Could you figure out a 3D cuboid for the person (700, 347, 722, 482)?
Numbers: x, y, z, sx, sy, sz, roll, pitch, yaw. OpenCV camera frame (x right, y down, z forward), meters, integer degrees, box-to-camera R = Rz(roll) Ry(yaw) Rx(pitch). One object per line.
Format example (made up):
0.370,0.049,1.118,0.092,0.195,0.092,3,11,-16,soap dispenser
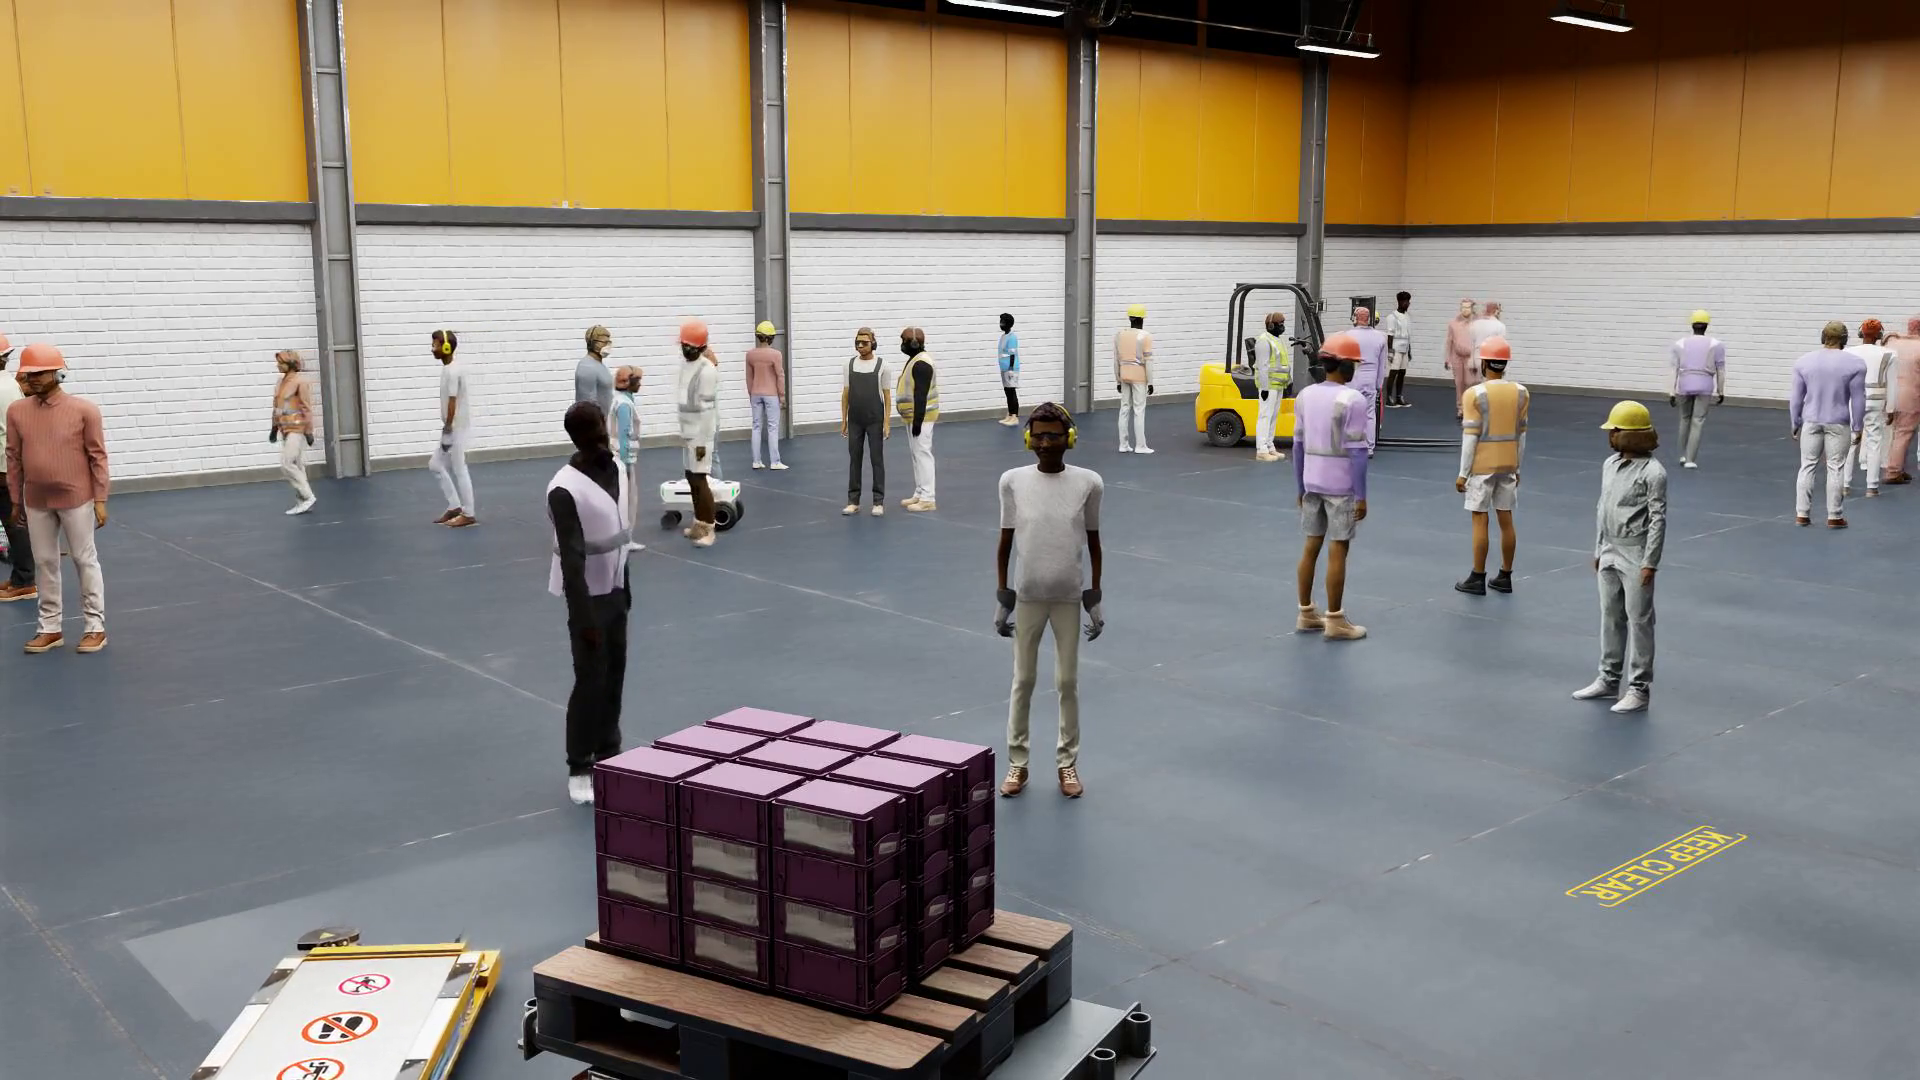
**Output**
-2.564,-1.144,16.824,0.285,1.633,0.501,-2,10,-14,person

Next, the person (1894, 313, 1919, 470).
11.376,-1.768,19.753,0.574,1.883,0.356,5,11,28,person

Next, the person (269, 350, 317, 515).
-6.553,-1.046,16.275,0.376,1.625,0.528,-9,13,-43,person

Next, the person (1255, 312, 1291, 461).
3.883,-1.903,20.663,0.429,1.841,0.633,5,11,28,person

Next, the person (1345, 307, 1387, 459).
4.984,-1.952,20.793,0.645,1.903,0.401,-3,10,-17,person

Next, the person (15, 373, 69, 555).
-7.695,-0.641,13.881,0.286,1.633,0.499,-2,10,-12,person

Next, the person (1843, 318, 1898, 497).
9.545,-1.394,17.558,0.584,1.882,0.337,5,11,27,person

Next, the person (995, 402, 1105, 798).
0.421,0.285,7.785,0.516,1.866,0.325,1,10,5,person

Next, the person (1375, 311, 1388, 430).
5.969,-2.472,24.217,0.523,1.769,0.314,-4,10,-20,person

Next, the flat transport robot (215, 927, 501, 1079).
-1.875,1.542,5.086,0.652,0.197,1.431,-1,10,-4,flat transport robot

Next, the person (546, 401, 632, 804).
-1.731,0.269,7.869,0.357,1.883,0.708,2,10,14,person

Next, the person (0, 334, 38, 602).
-7.066,-0.550,12.289,0.382,1.993,0.622,-5,11,-27,person

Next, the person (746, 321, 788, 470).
-2.293,-1.705,19.726,0.525,1.769,0.314,5,11,26,person

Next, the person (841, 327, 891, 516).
-0.919,-1.151,16.248,0.504,1.847,0.344,2,10,13,person

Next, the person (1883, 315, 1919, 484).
10.608,-1.549,18.498,0.706,1.879,0.656,-3,10,-16,person

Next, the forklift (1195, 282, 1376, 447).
4.328,-2.346,22.227,2.313,2.155,1.214,3,10,16,forklift

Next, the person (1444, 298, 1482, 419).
7.827,-2.804,25.789,0.654,1.888,0.544,7,12,35,person

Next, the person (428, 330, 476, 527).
-4.794,-1.028,15.504,0.521,1.852,0.563,-4,10,-21,person

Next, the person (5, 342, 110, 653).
-5.759,-0.262,10.606,0.623,1.992,0.395,0,10,-1,person

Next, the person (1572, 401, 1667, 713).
3.704,0.092,9.280,0.314,1.741,0.487,-3,10,-16,person

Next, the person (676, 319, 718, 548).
-2.347,-0.933,14.573,0.367,2.002,0.792,-6,11,-30,person

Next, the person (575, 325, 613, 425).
-3.196,-0.919,14.627,0.377,1.937,0.629,-1,10,-4,person

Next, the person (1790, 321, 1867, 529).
8.075,-1.069,15.503,0.634,1.936,0.351,8,13,40,person

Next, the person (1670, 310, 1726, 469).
8.894,-1.814,20.044,0.595,1.879,0.951,7,12,34,person

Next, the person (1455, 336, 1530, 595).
3.969,-0.552,12.471,0.542,1.939,0.366,-3,10,-16,person

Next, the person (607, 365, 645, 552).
-2.846,-0.659,14.048,0.392,1.619,0.542,-2,10,-10,person

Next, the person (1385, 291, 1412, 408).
7.367,-3.188,27.877,0.611,1.952,0.392,-8,13,-40,person

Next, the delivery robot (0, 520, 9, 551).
-8.137,-0.092,13.550,0.707,0.478,0.477,0,10,2,delivery robot

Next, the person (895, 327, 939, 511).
-0.432,-1.210,16.661,0.431,1.836,0.621,-2,10,-10,person

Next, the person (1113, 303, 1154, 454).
2.243,-2.066,21.363,0.585,1.929,0.371,9,13,41,person

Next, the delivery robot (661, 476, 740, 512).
-2.425,-0.430,15.527,0.707,0.478,0.477,0,10,1,delivery robot

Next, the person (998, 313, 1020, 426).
0.725,-2.555,24.931,0.321,1.690,0.536,-2,10,-14,person

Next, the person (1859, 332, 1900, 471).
10.921,-1.632,19.659,0.514,1.642,0.311,1,10,6,person

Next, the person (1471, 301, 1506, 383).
7.945,-2.662,25.052,0.843,1.868,0.651,-5,11,-25,person

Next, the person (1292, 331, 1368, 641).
2.487,-0.360,11.047,0.396,2.038,0.614,-6,11,-31,person
